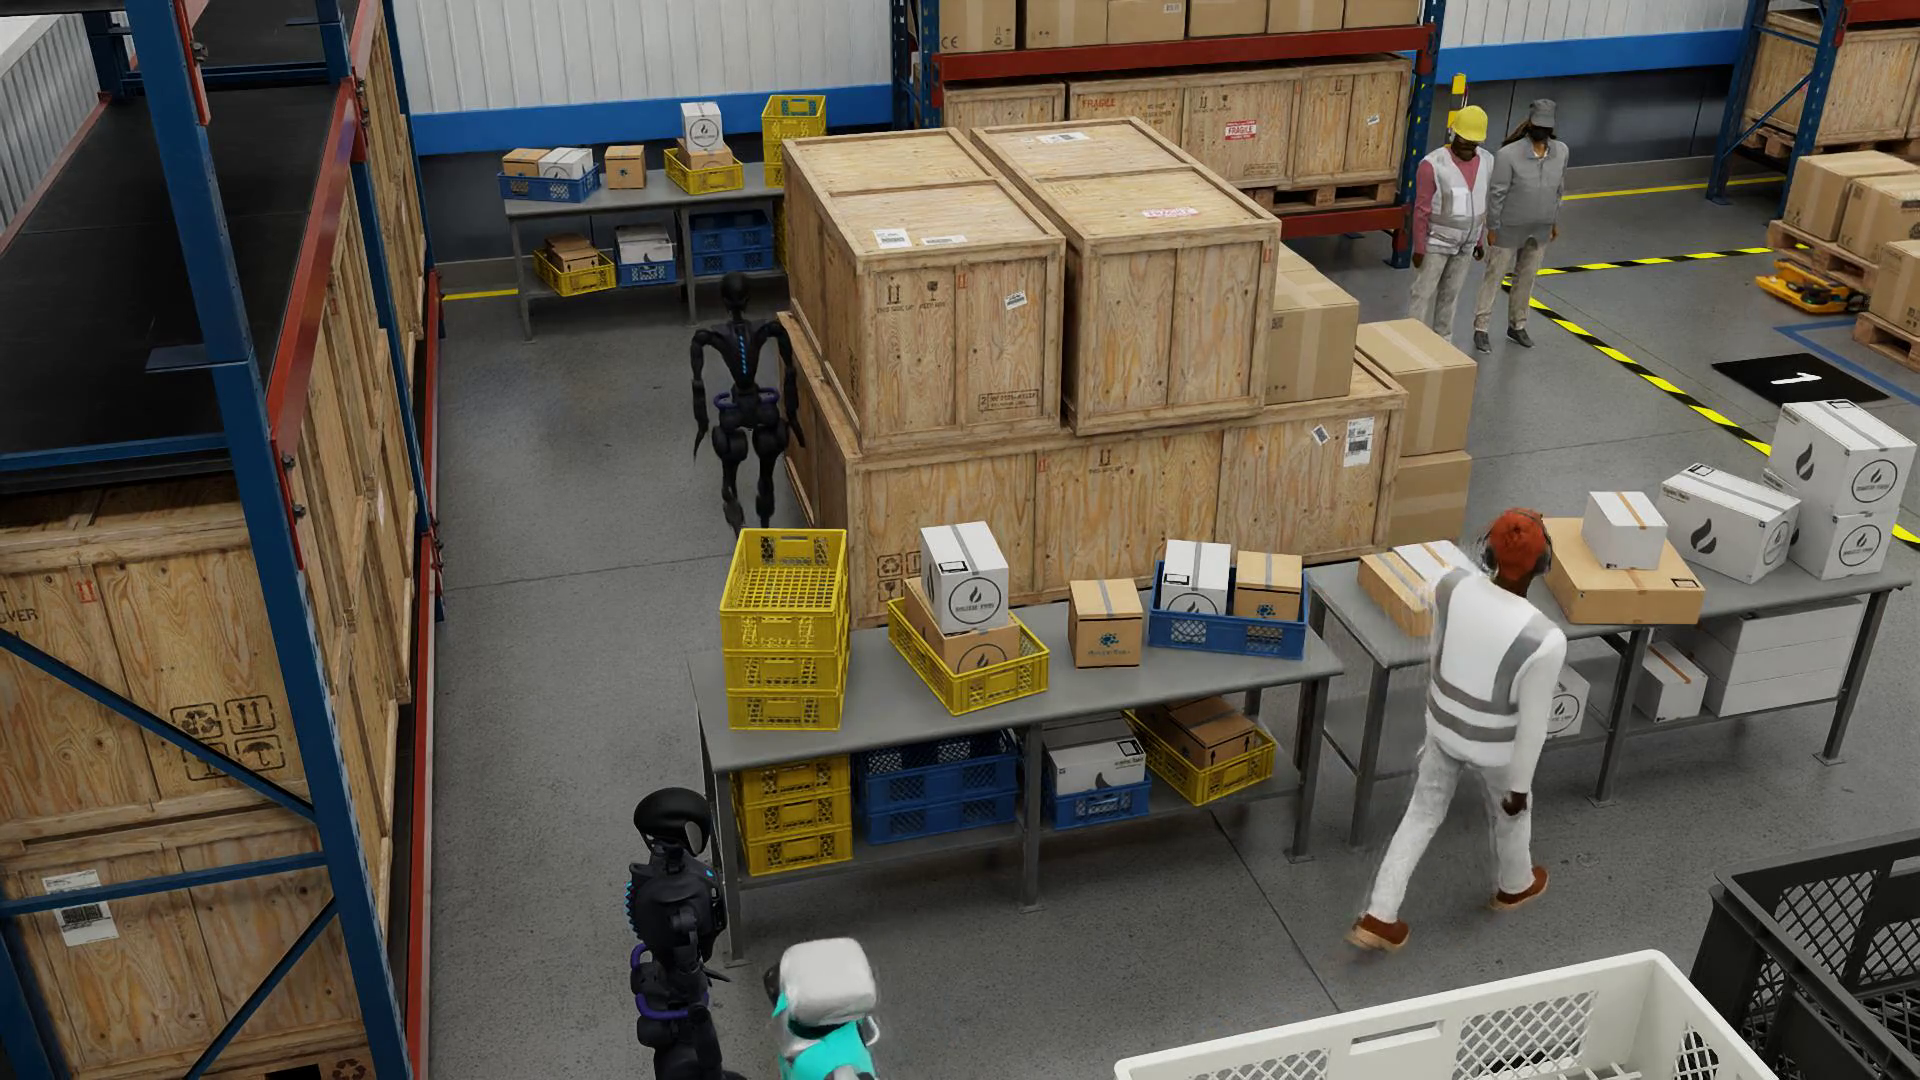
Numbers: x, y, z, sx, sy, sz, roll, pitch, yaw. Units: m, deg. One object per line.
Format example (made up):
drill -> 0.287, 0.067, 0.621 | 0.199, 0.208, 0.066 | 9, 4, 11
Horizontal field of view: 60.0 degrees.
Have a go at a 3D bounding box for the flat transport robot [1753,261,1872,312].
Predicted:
flat transport robot -> 6.903, -1.996, 12.711 | 1.431, 0.197, 0.652 | -7, 30, -13

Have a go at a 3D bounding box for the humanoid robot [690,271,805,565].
humanoid robot -> -1.103, -0.598, 8.747 | 0.593, 1.637, 0.522 | -7, 30, -12

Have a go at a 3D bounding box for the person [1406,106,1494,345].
person -> 3.278, -1.999, 11.131 | 0.586, 1.824, 0.404 | -12, 31, -20

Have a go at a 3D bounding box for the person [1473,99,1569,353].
person -> 3.880, -2.174, 11.507 | 0.574, 1.767, 0.393 | -7, 30, -13

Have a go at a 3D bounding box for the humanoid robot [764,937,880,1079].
humanoid robot -> -0.144, 1.751, 4.459 | 0.663, 1.824, 0.547 | -13, 31, -22

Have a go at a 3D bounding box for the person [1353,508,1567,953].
person -> 1.918, 0.716, 6.186 | 0.963, 1.841, 0.571 | -23, 36, -35

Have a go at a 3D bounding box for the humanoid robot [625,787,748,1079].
humanoid robot -> -0.827, 1.434, 5.039 | 0.315, 1.657, 0.599 | -7, 30, -13
